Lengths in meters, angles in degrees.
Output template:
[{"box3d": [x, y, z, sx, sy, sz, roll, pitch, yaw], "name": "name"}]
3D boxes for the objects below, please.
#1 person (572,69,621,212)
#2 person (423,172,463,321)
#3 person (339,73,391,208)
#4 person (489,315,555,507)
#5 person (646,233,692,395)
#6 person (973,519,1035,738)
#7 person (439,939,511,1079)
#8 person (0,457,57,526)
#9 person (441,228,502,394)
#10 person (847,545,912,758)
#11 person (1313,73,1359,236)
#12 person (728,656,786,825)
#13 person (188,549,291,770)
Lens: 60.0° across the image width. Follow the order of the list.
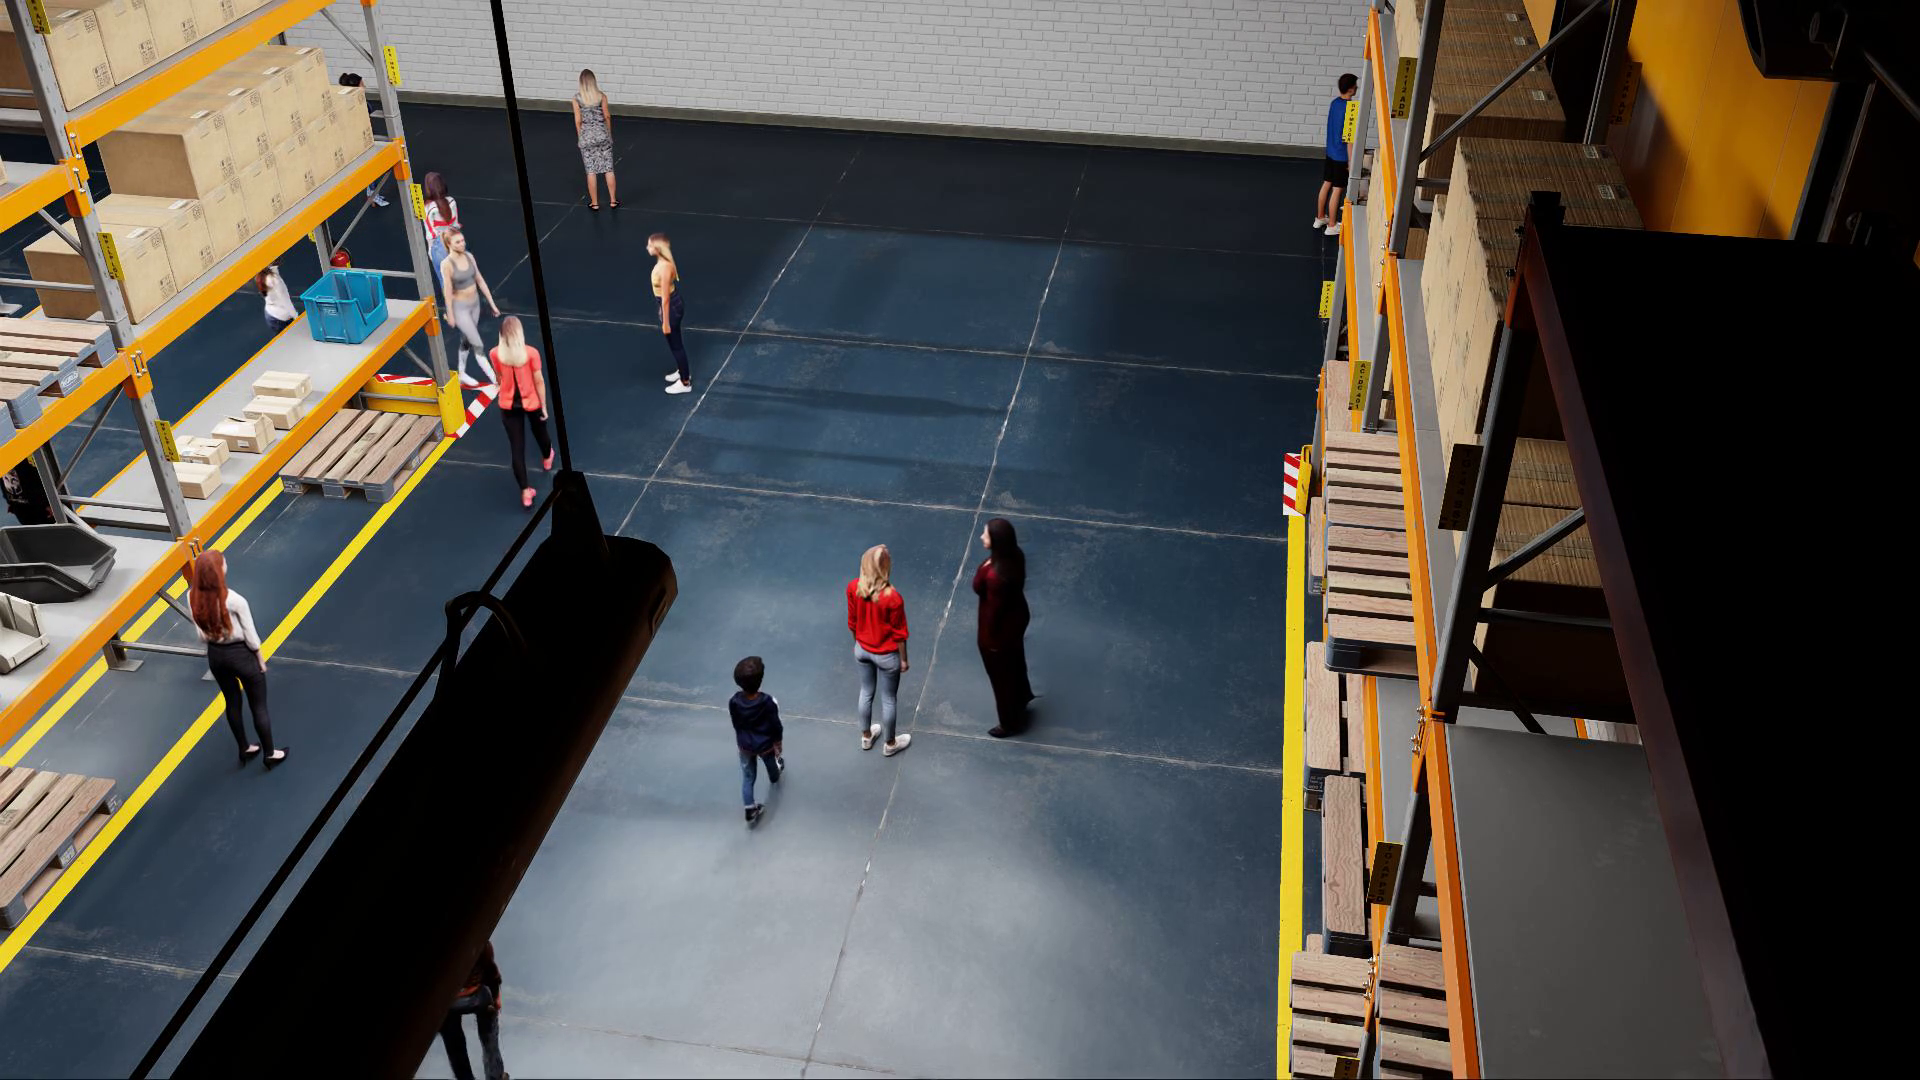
[{"box3d": [-4.342, -4.756, 19.794, 0.633, 1.706, 0.627, -8, 35, -12], "name": "person"}, {"box3d": [-5.341, -3.048, 17.308, 0.714, 1.612, 0.584, 21, 39, 28], "name": "person"}, {"box3d": [-7.140, -4.810, 19.956, 0.755, 1.615, 0.667, -15, 36, -21], "name": "person"}, {"box3d": [-3.787, -1.086, 14.326, 0.777, 1.646, 1.199, -2, 34, -3], "name": "person"}, {"box3d": [-2.785, -2.199, 16.021, 0.686, 1.624, 0.561, -6, 34, -9], "name": "person"}, {"box3d": [0.322, 0.591, 11.705, 0.737, 1.754, 0.599, 7, 34, 10], "name": "person"}, {"box3d": [-2.690, 2.485, 8.843, 0.749, 1.768, 0.733, -7, 34, -11], "name": "person"}, {"box3d": [-7.342, -0.327, 13.158, 0.594, 1.675, 0.510, 6, 34, 9], "name": "person"}, {"box3d": [-4.810, -2.208, 15.994, 0.831, 1.668, 1.061, 16, 37, 23], "name": "person"}, {"box3d": [-0.566, 0.767, 11.485, 0.675, 1.704, 0.616, 17, 37, 23], "name": "person"}, {"box3d": [4.374, -4.477, 19.228, 0.808, 1.866, 0.697, -11, 35, -16], "name": "person"}, {"box3d": [-1.387, 1.355, 11.068, 0.512, 1.187, 0.830, 6, 34, 10], "name": "person"}, {"box3d": [-4.950, 0.826, 11.347, 0.580, 1.758, 0.478, 6, 34, 8], "name": "person"}]
